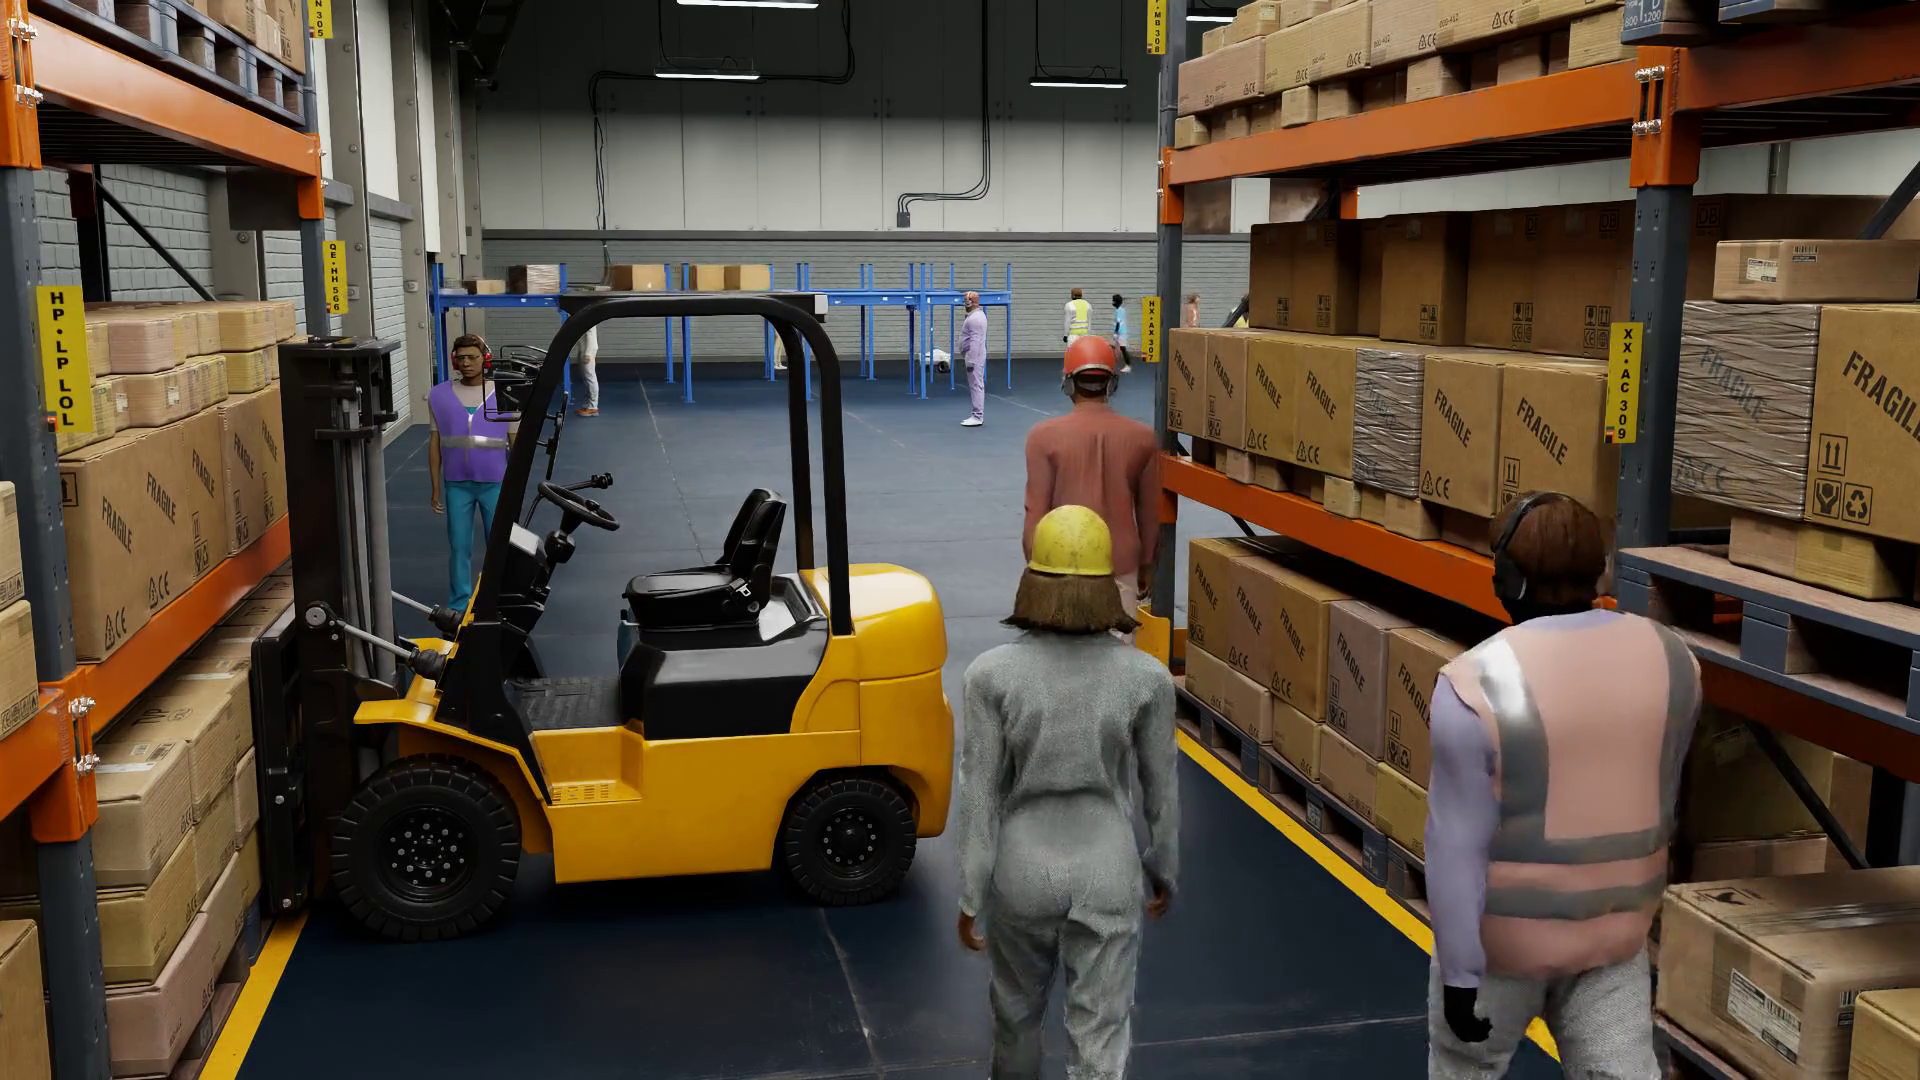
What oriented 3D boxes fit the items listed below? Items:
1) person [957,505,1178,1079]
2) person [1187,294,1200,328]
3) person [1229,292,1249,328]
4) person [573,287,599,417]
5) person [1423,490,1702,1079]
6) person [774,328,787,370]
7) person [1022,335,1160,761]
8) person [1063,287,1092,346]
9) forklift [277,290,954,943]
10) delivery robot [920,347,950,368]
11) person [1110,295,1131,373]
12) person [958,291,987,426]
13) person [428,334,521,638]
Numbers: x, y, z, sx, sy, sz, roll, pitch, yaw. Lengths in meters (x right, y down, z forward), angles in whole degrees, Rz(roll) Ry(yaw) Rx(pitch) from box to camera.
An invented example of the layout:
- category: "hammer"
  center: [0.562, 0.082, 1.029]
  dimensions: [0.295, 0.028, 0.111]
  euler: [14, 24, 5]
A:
- category: "person"
  center: [0.250, 0.761, 3.906]
  dimensions: [0.514, 1.700, 0.855]
  euler: [0, 9, -1]
- category: "person"
  center: [5.507, -4.929, 38.840]
  dimensions: [0.487, 1.621, 0.547]
  euler: [6, 11, 31]
- category: "person"
  center: [4.915, -3.346, 28.600]
  dimensions: [0.634, 1.824, 0.704]
  euler: [2, 10, 13]
- category: "person"
  center: [-5.687, -2.853, 25.247]
  dimensions: [0.370, 1.940, 0.627]
  euler: [-4, 10, -22]
- category: "person"
  center: [1.236, 0.801, 3.404]
  dimensions: [0.635, 1.812, 0.914]
  euler: [-2, 10, -14]
- category: "person"
  center: [-3.995, -4.594, 36.790]
  dimensions: [0.268, 1.631, 0.507]
  euler: [2, 10, 14]
- category: "person"
  center: [0.551, 0.086, 7.291]
  dimensions: [0.650, 1.942, 0.995]
  euler: [-2, 10, -12]
- category: "person"
  center: [2.323, -4.111, 33.208]
  dimensions: [0.624, 1.845, 0.430]
  euler: [-5, 11, -29]
- category: "forklift"
  center: [-1.179, 0.175, 6.143]
  dimensions: [2.313, 2.155, 1.214]
  euler: [-2, 10, -12]
- category: "delivery robot"
  center: [-0.501, -3.913, 35.762]
  dimensions: [0.707, 0.478, 0.477]
  euler: [3, 10, 20]
- category: "person"
  center: [3.310, -4.418, 35.632]
  dimensions: [0.784, 1.659, 0.548]
  euler: [0, 9, -2]
- category: "person"
  center: [0.176, -2.582, 23.715]
  dimensions: [0.404, 1.903, 0.636]
  euler: [1, 9, 7]
- category: "person"
  center: [-2.950, -0.334, 10.174]
  dimensions: [0.565, 1.846, 0.390]
  euler: [-1, 9, -7]
